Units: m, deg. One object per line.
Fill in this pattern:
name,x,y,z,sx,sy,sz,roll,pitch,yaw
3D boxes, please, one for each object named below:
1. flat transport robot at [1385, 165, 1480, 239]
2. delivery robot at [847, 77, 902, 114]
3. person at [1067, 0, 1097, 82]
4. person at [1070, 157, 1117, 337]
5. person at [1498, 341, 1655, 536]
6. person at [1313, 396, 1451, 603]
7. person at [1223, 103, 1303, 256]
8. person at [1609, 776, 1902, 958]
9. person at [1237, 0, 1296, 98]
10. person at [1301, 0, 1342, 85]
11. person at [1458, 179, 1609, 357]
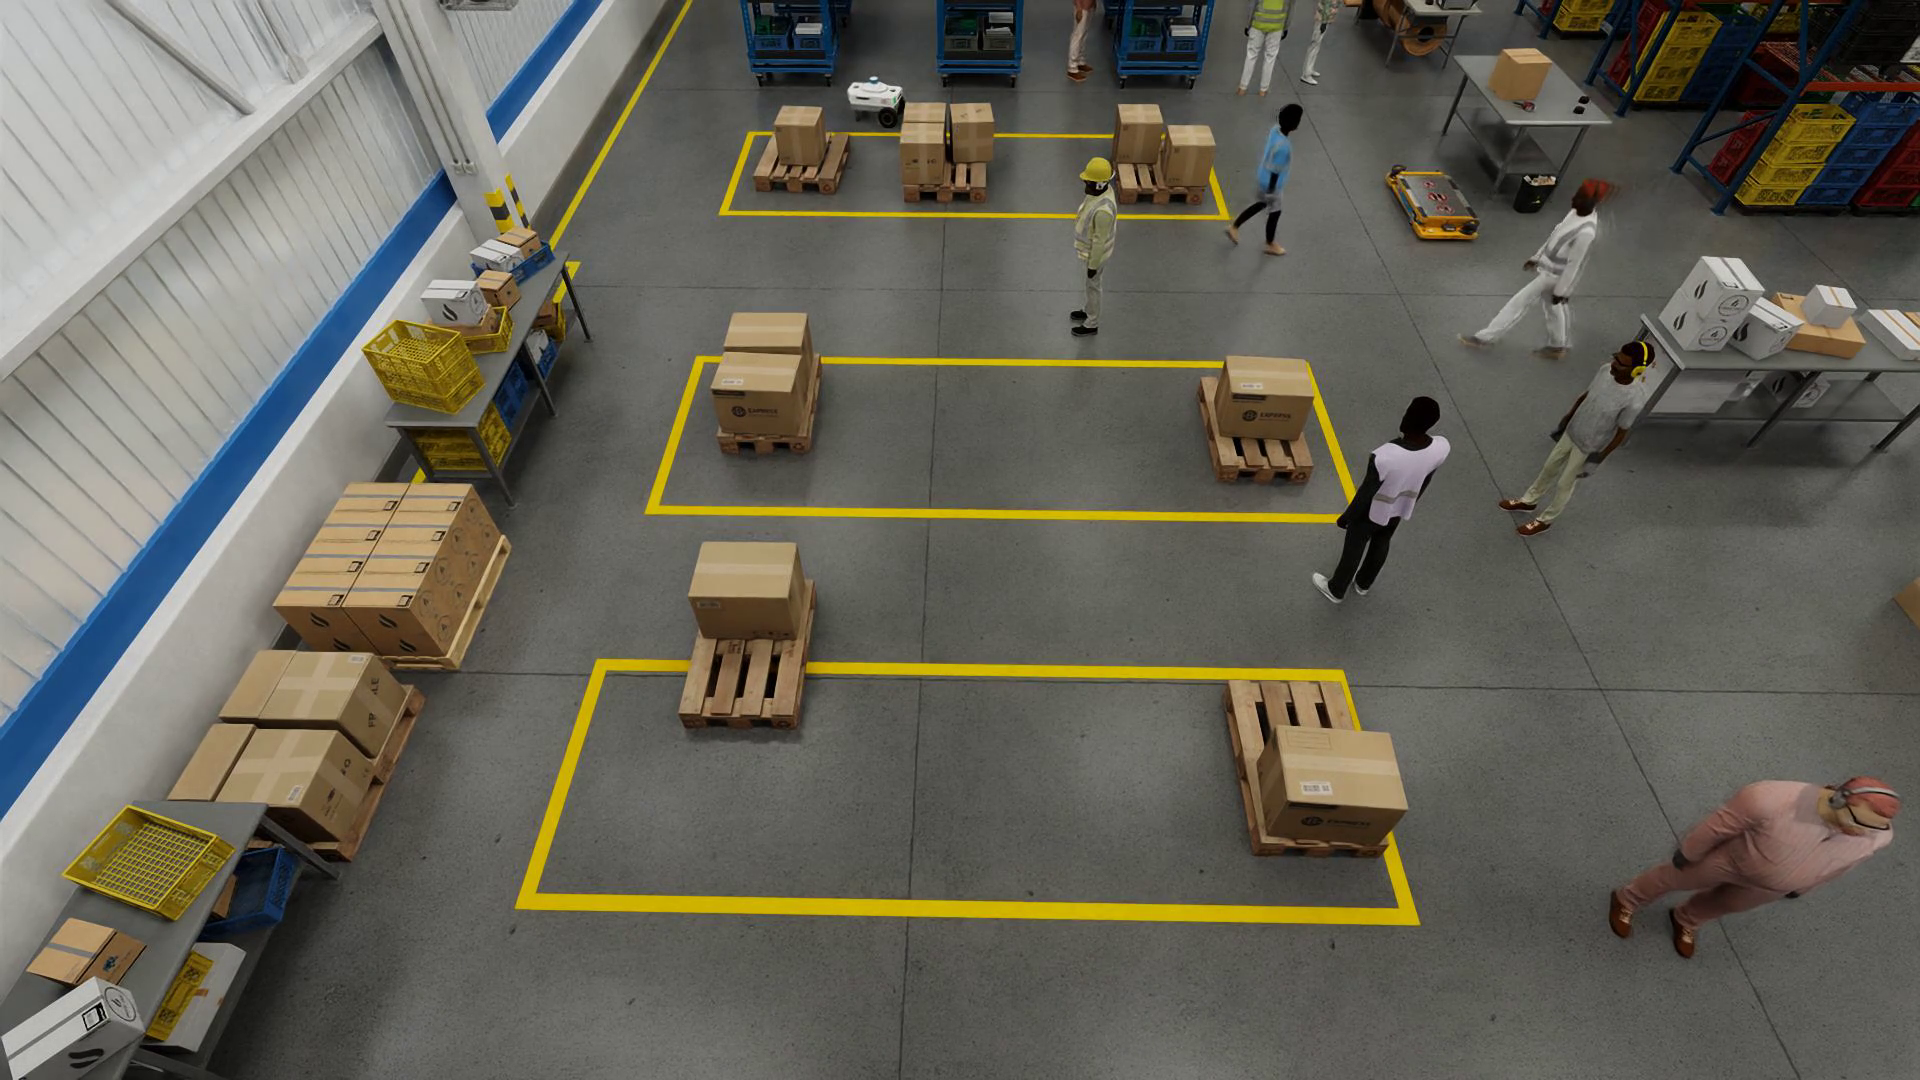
flat transport robot,5.692,-4.094,11.059,0.652,0.197,1.431,1,49,1
delivery robot,-1.166,-6.059,12.513,0.707,0.478,0.477,9,50,8
person,1.799,-7.605,12.969,0.392,1.991,0.612,21,52,18
person,1.294,-2.853,8.968,0.404,1.824,0.595,1,49,1
person,4.823,-0.764,7.127,0.313,1.869,0.528,-4,49,-4
person,3.059,-0.236,6.638,0.597,1.916,0.371,-13,50,-11
person,3.381,-3.910,9.973,0.695,1.674,0.543,2,49,2
person,4.251,1.757,4.930,0.649,1.899,0.399,16,51,14
person,4.226,-7.079,12.611,0.627,1.844,0.429,10,50,8
person,5.193,-7.402,13.021,0.310,1.642,0.514,19,52,16
person,5.648,-2.531,8.694,1.005,1.839,0.558,19,52,16
